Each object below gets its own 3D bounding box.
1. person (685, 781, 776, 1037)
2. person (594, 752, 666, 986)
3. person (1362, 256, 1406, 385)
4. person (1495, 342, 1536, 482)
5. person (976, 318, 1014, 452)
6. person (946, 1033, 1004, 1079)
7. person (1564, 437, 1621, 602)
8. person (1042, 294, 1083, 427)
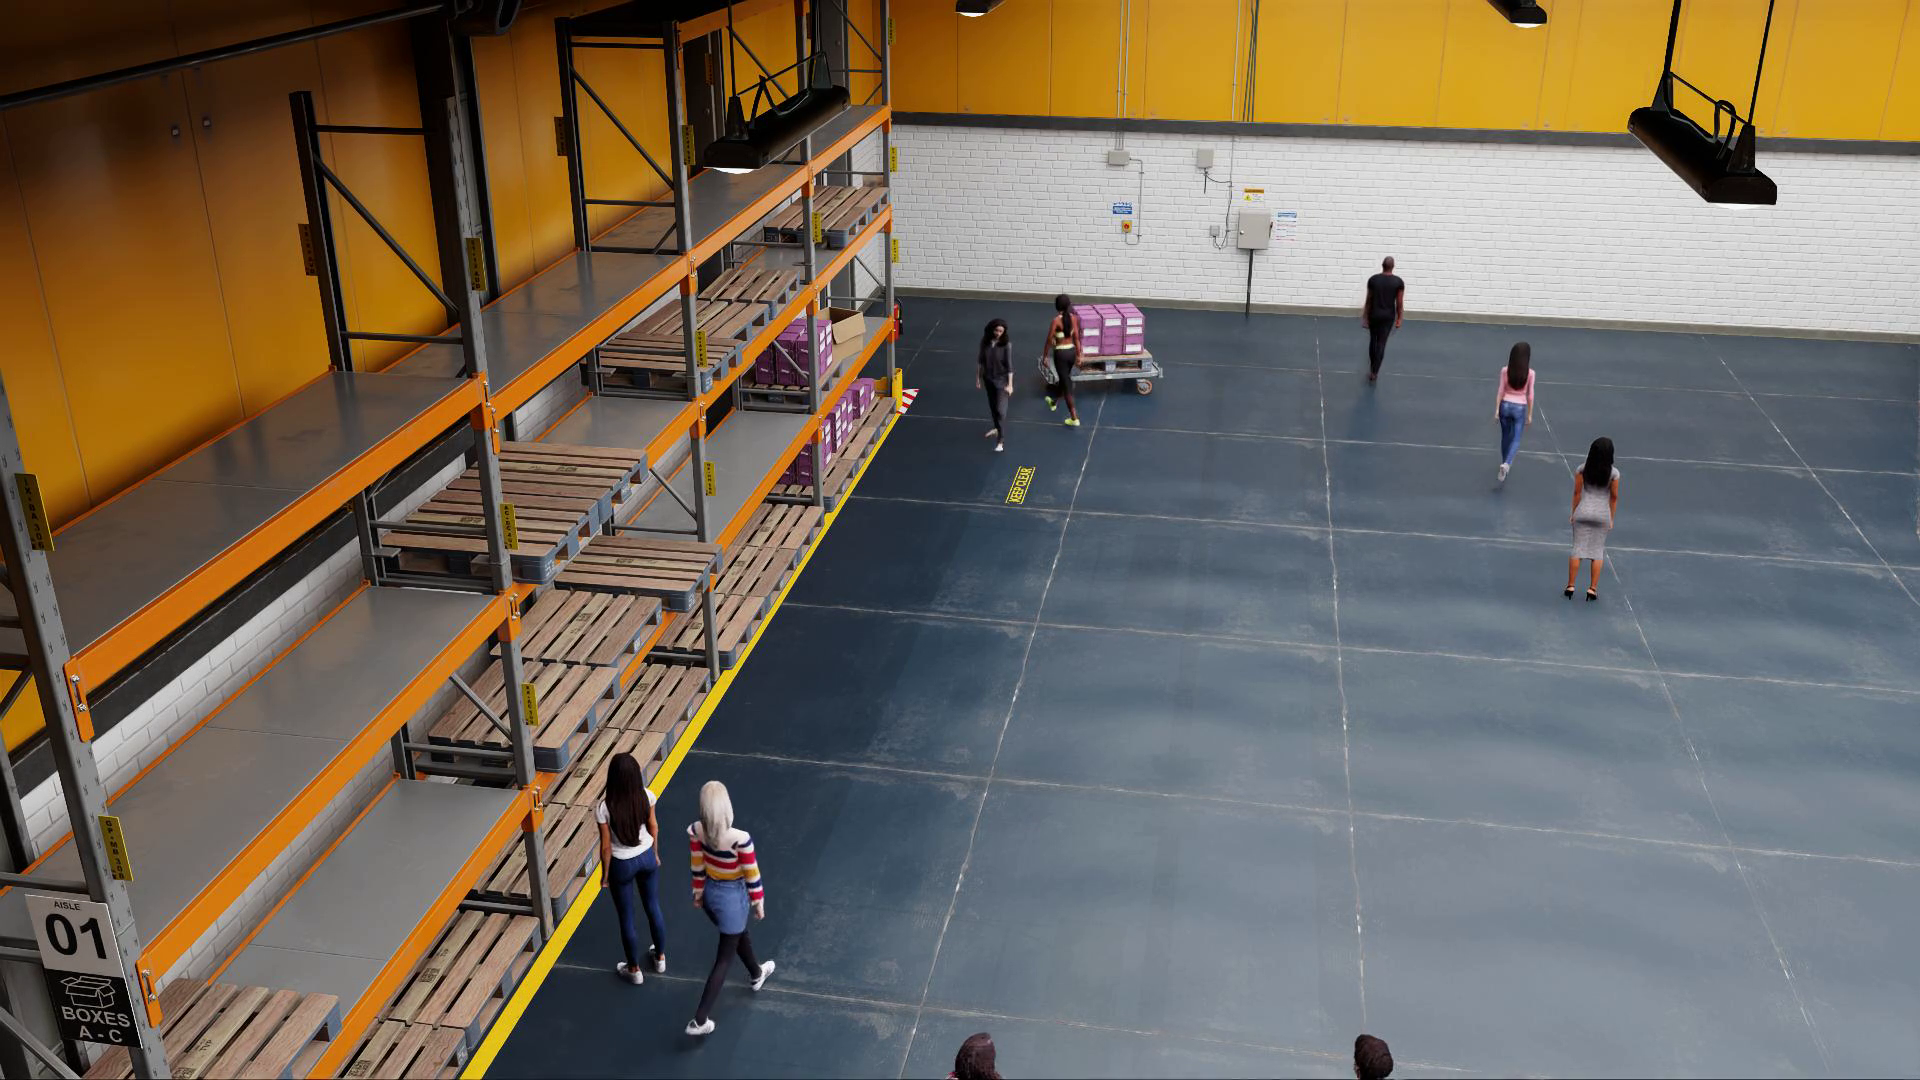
[{"bbox_3d":[-1.597,2.452,10.963,0.982,1.760,1.281,14,27,29],"label":"person"},{"bbox_3d":[-2.247,2.244,11.422,0.661,1.775,0.722,-16,28,-32],"label":"person"},{"bbox_3d":[5.977,-3.098,23.628,0.828,1.786,1.149,9,25,19],"label":"person"},{"bbox_3d":[6.682,-1.536,20.134,0.769,1.722,1.077,11,26,23],"label":"person"},{"bbox_3d":[0.479,-2.036,21.304,0.949,1.702,1.142,17,29,34],"label":"person"},{"bbox_3d":[0.057,3.394,9.014,0.760,1.596,0.958,12,26,25],"label":"person"},{"bbox_3d":[6.474,-0.213,17.035,0.633,1.781,0.596,10,26,22],"label":"person"},{"bbox_3d":[1.440,-2.341,21.989,1.073,1.711,1.183,-13,27,-28],"label":"person"}]
